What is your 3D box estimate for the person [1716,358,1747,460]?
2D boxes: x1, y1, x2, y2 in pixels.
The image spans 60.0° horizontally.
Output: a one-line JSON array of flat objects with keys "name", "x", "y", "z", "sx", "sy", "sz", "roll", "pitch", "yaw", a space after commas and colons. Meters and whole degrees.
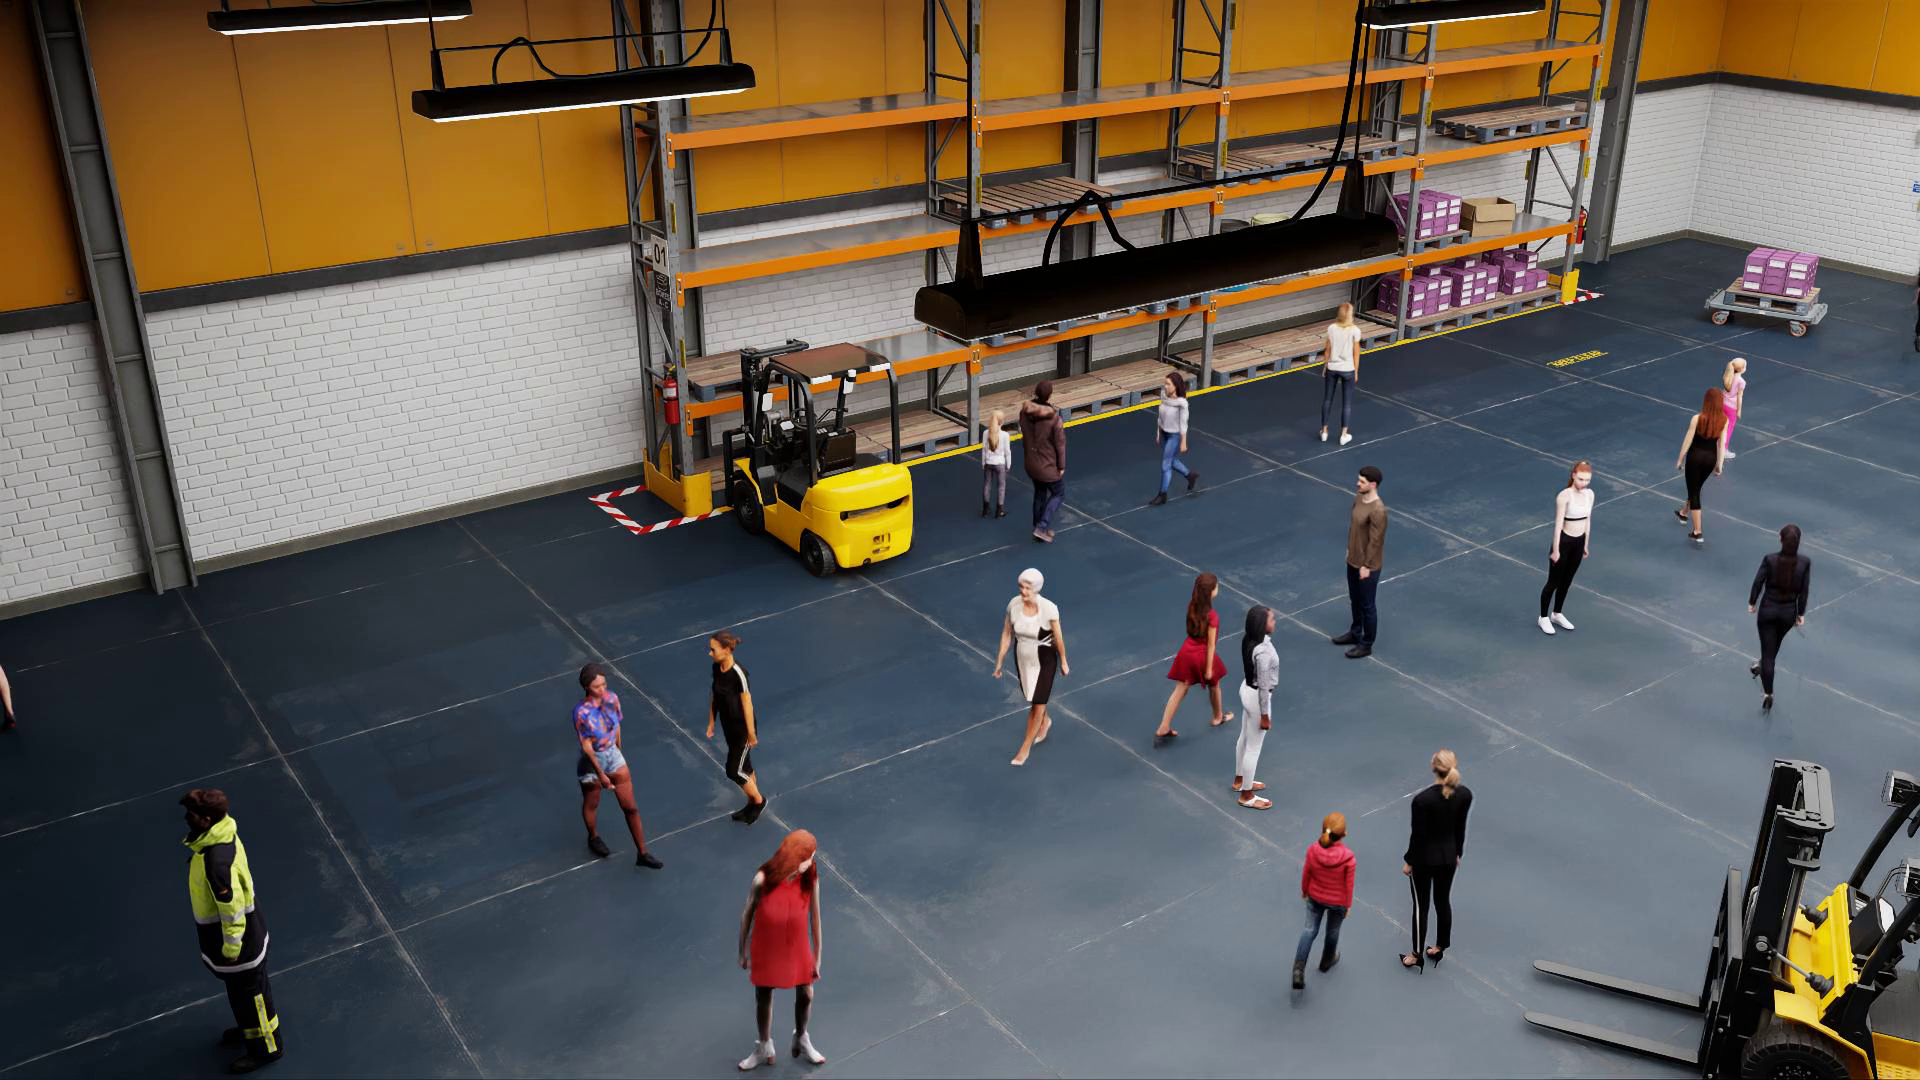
[{"name": "person", "x": 9.551, "y": -1.650, "z": 20.643, "sx": 0.558, "sy": 1.269, "sz": 0.535, "roll": -7, "pitch": 24, "yaw": -15}]

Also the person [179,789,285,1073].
[{"name": "person", "x": -4.576, "y": 2.415, "z": 10.452, "sx": 0.671, "sy": 1.983, "sz": 0.791, "roll": -12, "pitch": 26, "yaw": -26}]

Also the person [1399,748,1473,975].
[{"name": "person", "x": 3.225, "y": 2.186, "z": 11.322, "sx": 0.571, "sy": 1.706, "sz": 0.729, "roll": -7, "pitch": 25, "yaw": -16}]

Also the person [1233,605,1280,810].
[{"name": "person", "x": 2.369, "y": 1.306, "z": 13.314, "sx": 0.697, "sy": 1.722, "sz": 0.674, "roll": 0, "pitch": 24, "yaw": 0}]

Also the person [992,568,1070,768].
[{"name": "person", "x": 0.682, "y": 1.012, "z": 14.003, "sx": 0.943, "sy": 1.710, "sz": 1.170, "roll": 14, "pitch": 27, "yaw": 29}]

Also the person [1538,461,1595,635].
[{"name": "person", "x": 5.900, "y": 0.060, "z": 16.139, "sx": 0.524, "sy": 1.743, "sz": 0.689, "roll": -9, "pitch": 25, "yaw": -20}]

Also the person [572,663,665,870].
[{"name": "person", "x": -2.761, "y": 1.671, "z": 12.495, "sx": 0.785, "sy": 1.710, "sz": 1.005, "roll": 20, "pitch": 31, "yaw": 38}]

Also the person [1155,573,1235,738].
[{"name": "person", "x": 1.975, "y": 1.030, "z": 14.210, "sx": 1.081, "sy": 1.511, "sz": 0.572, "roll": -17, "pitch": 29, "yaw": -34}]

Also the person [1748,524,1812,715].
[{"name": "person", "x": 7.249, "y": 0.730, "z": 14.724, "sx": 1.017, "sy": 1.649, "sz": 1.108, "roll": 6, "pitch": 24, "yaw": 13}]

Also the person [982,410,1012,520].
[{"name": "person", "x": 0.395, "y": -0.860, "z": 18.825, "sx": 0.587, "sy": 1.277, "sz": 0.637, "roll": 7, "pitch": 25, "yaw": 16}]

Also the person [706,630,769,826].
[{"name": "person", "x": -1.677, "y": 1.441, "z": 13.093, "sx": 0.584, "sy": 1.652, "sz": 0.605, "roll": -17, "pitch": 29, "yaw": -33}]

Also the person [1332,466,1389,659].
[{"name": "person", "x": 3.821, "y": 0.183, "z": 15.678, "sx": 0.693, "sy": 1.886, "sz": 0.723, "roll": -6, "pitch": 24, "yaw": -13}]

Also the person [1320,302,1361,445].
[{"name": "person", "x": 4.814, "y": -2.122, "z": 21.051, "sx": 0.672, "sy": 1.806, "sz": 0.664, "roll": 12, "pitch": 26, "yaw": 25}]

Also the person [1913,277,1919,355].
[{"name": "person", "x": 14.215, "y": -3.498, "z": 24.395, "sx": 0.716, "sy": 1.649, "sz": 0.609, "roll": -15, "pitch": 28, "yaw": -31}]

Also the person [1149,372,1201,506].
[{"name": "person", "x": 2.507, "y": -1.183, "z": 19.150, "sx": 0.973, "sy": 1.609, "sz": 0.709, "roll": -11, "pitch": 26, "yaw": -24}]

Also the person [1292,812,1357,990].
[{"name": "person", "x": 2.443, "y": 2.460, "z": 11.208, "sx": 0.721, "sy": 1.295, "sz": 0.932, "roll": 13, "pitch": 27, "yaw": 28}]

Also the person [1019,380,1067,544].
[{"name": "person", "x": 0.856, "y": -0.804, "z": 18.007, "sx": 0.842, "sy": 1.831, "sz": 0.805, "roll": 19, "pitch": 30, "yaw": 37}]

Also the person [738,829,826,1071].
[{"name": "person", "x": -1.178, "y": 2.563, "z": 10.350, "sx": 0.654, "sy": 1.793, "sz": 0.837, "roll": 2, "pitch": 24, "yaw": 3}]

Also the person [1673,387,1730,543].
[{"name": "person", "x": 8.108, "y": -0.791, "z": 18.163, "sx": 1.126, "sy": 1.682, "sz": 1.079, "roll": 1, "pitch": 24, "yaw": 2}]
